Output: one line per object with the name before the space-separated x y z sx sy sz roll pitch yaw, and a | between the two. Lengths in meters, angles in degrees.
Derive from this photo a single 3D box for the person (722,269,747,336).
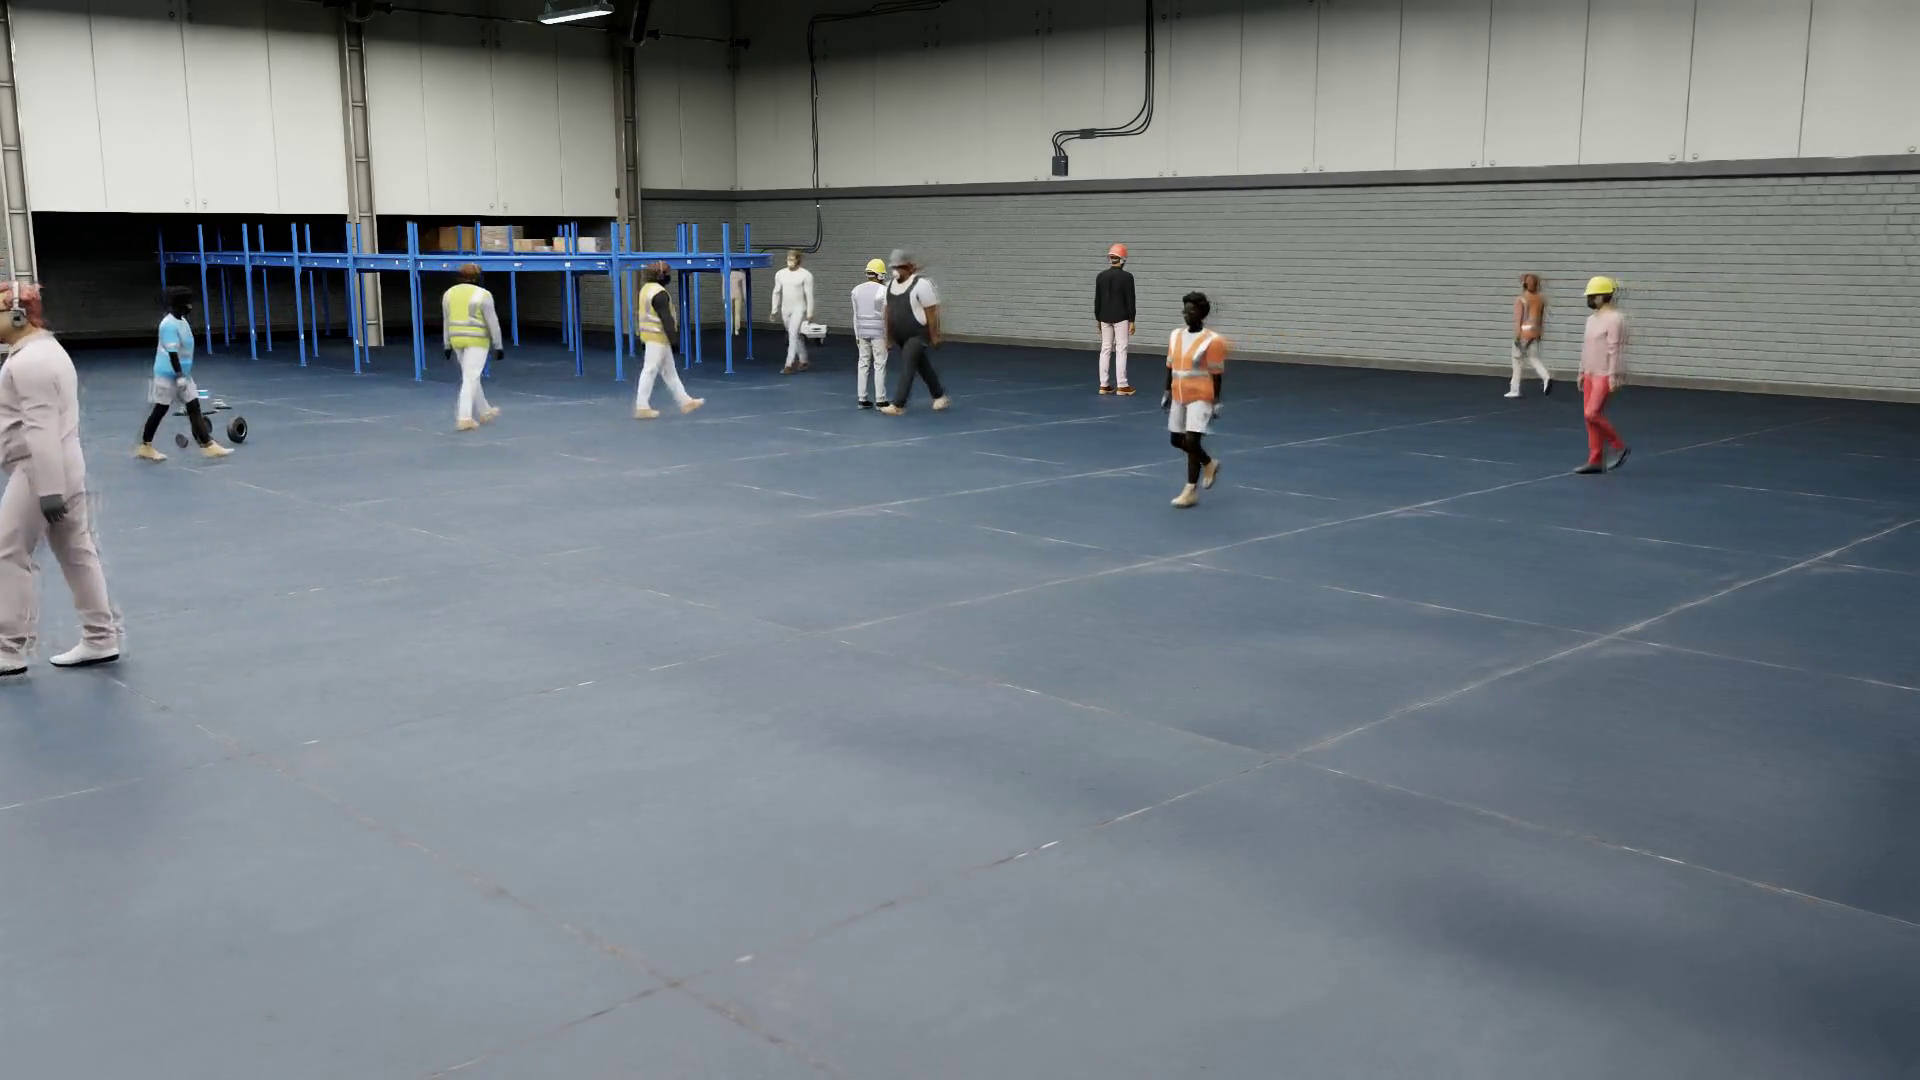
person | -4.793 -5.158 35.404 0.517 1.581 0.871 -1 10 -5

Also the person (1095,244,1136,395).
person | 2.091 -2.943 22.204 0.625 1.990 0.394 9 14 39

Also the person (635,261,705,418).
person | -3.404 -2.331 19.394 0.927 1.796 0.659 -4 11 -23

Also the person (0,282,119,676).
person | -4.545 -0.286 8.004 0.818 1.878 0.678 -4 11 -19

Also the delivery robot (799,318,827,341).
delivery robot | -2.917 -4.020 31.862 0.707 0.478 0.477 -6 12 -28

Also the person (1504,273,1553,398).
person | 7.394 -2.642 21.562 0.524 1.623 0.608 -5 12 -26

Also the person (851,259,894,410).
person | -1.035 -2.506 20.292 0.592 1.827 0.403 6 12 31

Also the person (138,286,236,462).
person | -7.316 -1.543 15.536 0.869 1.636 0.539 -1 10 -4

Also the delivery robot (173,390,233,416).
delivery robot | -7.706 -1.409 16.916 0.335 0.223 0.698 2 11 12

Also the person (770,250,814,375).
person | -2.560 -3.536 25.744 0.648 1.899 1.007 5 12 25

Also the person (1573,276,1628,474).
person | 5.666 -1.453 14.739 0.402 1.751 0.543 -1 10 -7

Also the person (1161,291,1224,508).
person | 1.886 -1.122 13.105 0.604 1.683 0.530 -8 13 -39

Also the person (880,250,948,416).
person | -0.530 -2.527 19.923 1.133 2.000 0.675 -9 13 -39

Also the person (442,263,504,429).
person | -5.344 -2.156 18.448 0.650 1.795 0.927 5 11 24
